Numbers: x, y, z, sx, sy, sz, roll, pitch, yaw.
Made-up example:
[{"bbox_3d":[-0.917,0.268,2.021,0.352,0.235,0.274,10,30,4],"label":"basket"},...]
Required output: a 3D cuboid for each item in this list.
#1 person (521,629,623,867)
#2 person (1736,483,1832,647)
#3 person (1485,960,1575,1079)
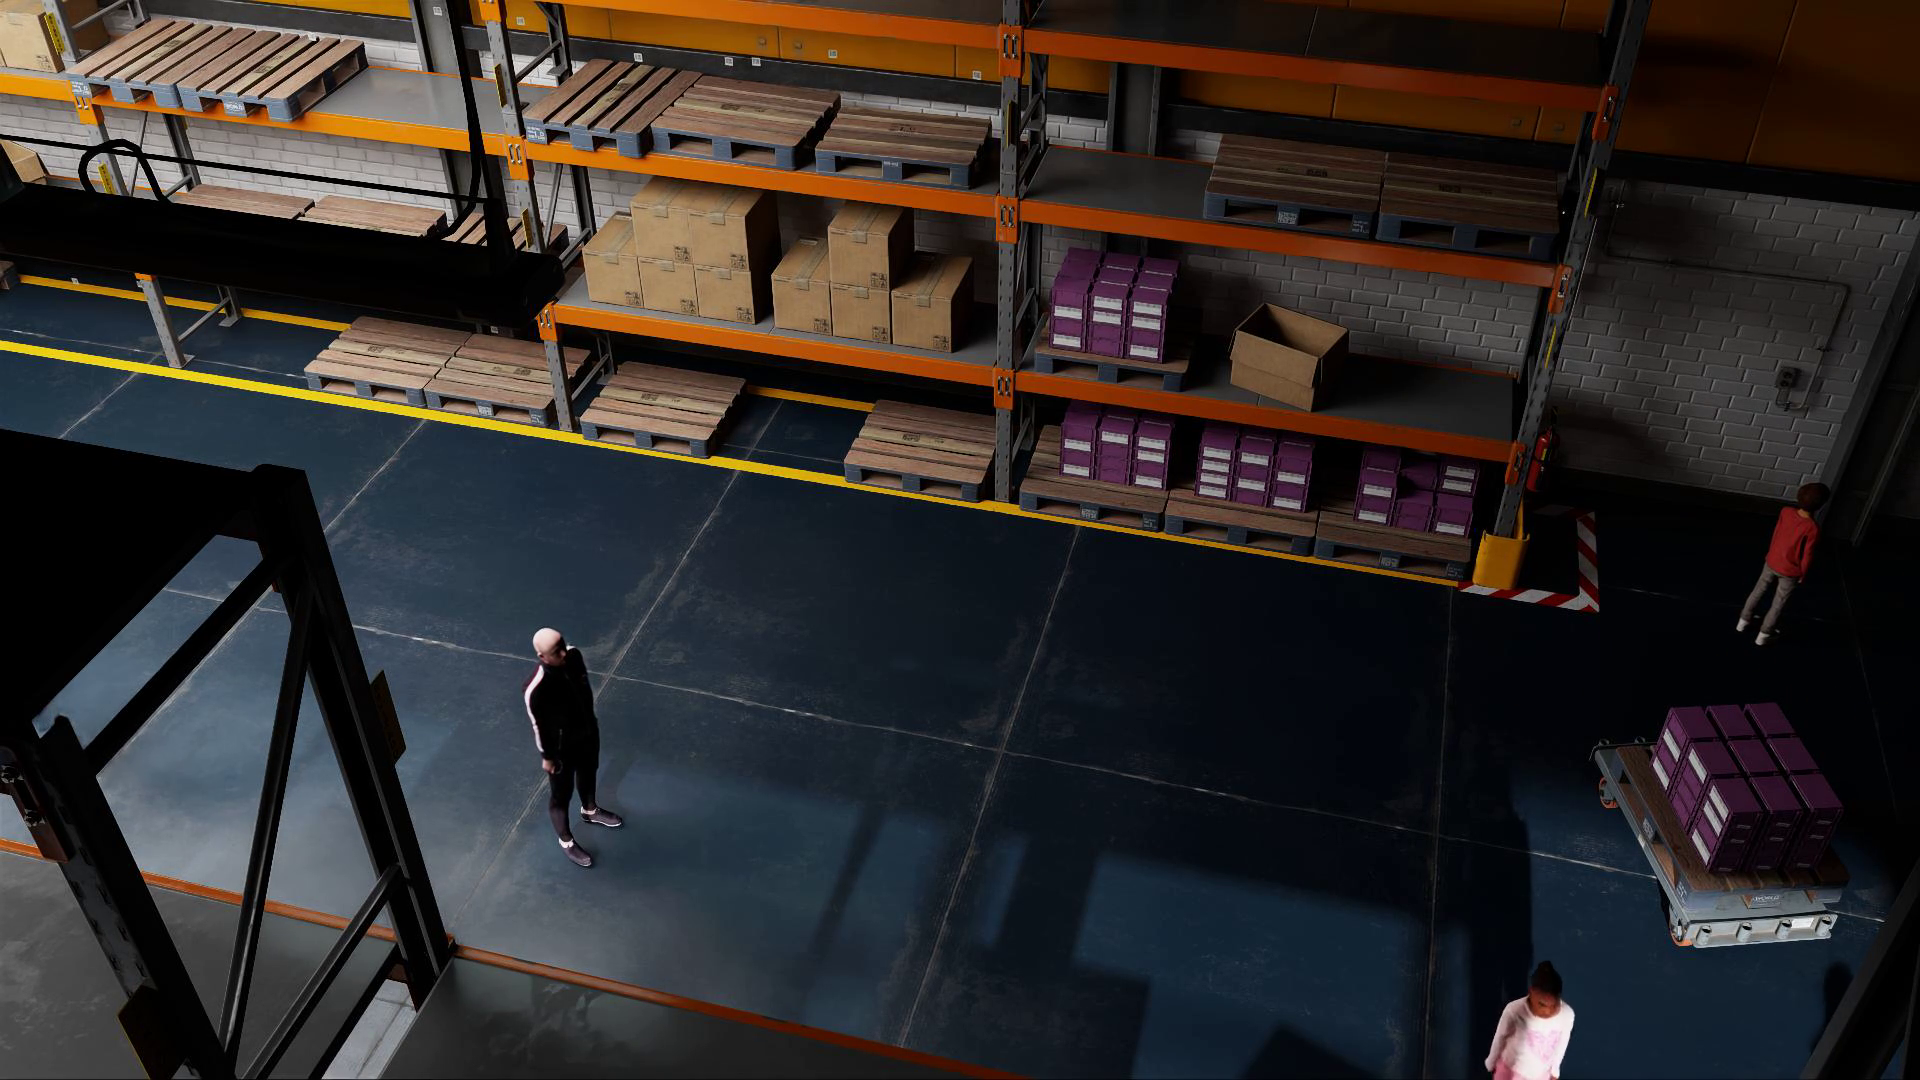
[{"bbox_3d":[-2.499,1.258,10.554,0.619,1.837,0.710,15,41,18],"label":"person"},{"bbox_3d":[6.081,0.170,12.253,0.624,1.417,0.580,-15,41,-18],"label":"person"},{"bbox_3d":[3.048,2.751,9.008,0.738,1.432,0.704,2,39,2],"label":"person"}]
